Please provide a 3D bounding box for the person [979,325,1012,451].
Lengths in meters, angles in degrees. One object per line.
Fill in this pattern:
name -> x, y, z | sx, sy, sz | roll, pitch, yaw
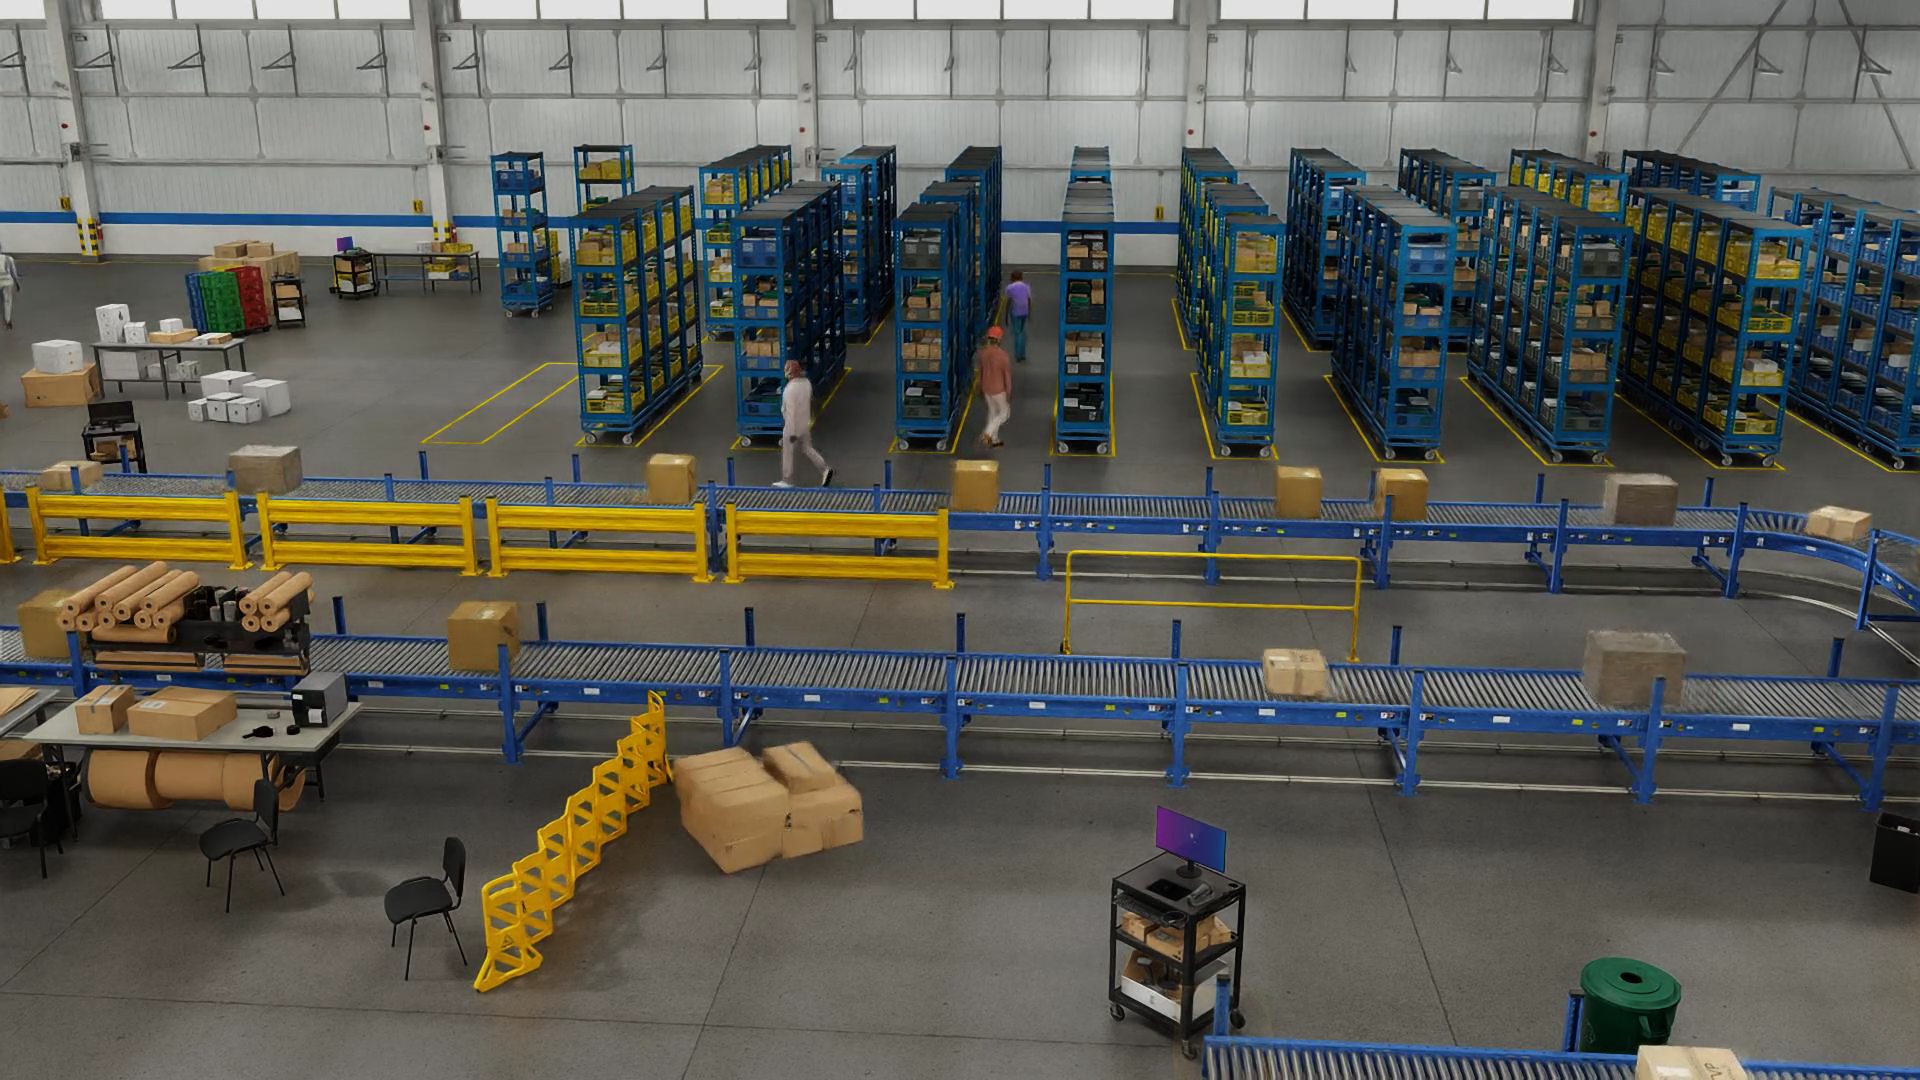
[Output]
person -> 0.525, -2.332, 25.713 | 0.641, 1.979, 0.601 | 15, 23, 39

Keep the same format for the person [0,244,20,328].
person -> -20.789, -5.561, 36.114 | 0.621, 1.902, 1.021 | -8, 19, -23

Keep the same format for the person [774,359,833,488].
person -> -2.258, -1.645, 23.697 | 0.805, 1.886, 0.637 | 9, 19, 25

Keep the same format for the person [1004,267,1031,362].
person -> 1.140, -4.404, 32.557 | 0.569, 1.856, 0.409 | -10, 20, -29
